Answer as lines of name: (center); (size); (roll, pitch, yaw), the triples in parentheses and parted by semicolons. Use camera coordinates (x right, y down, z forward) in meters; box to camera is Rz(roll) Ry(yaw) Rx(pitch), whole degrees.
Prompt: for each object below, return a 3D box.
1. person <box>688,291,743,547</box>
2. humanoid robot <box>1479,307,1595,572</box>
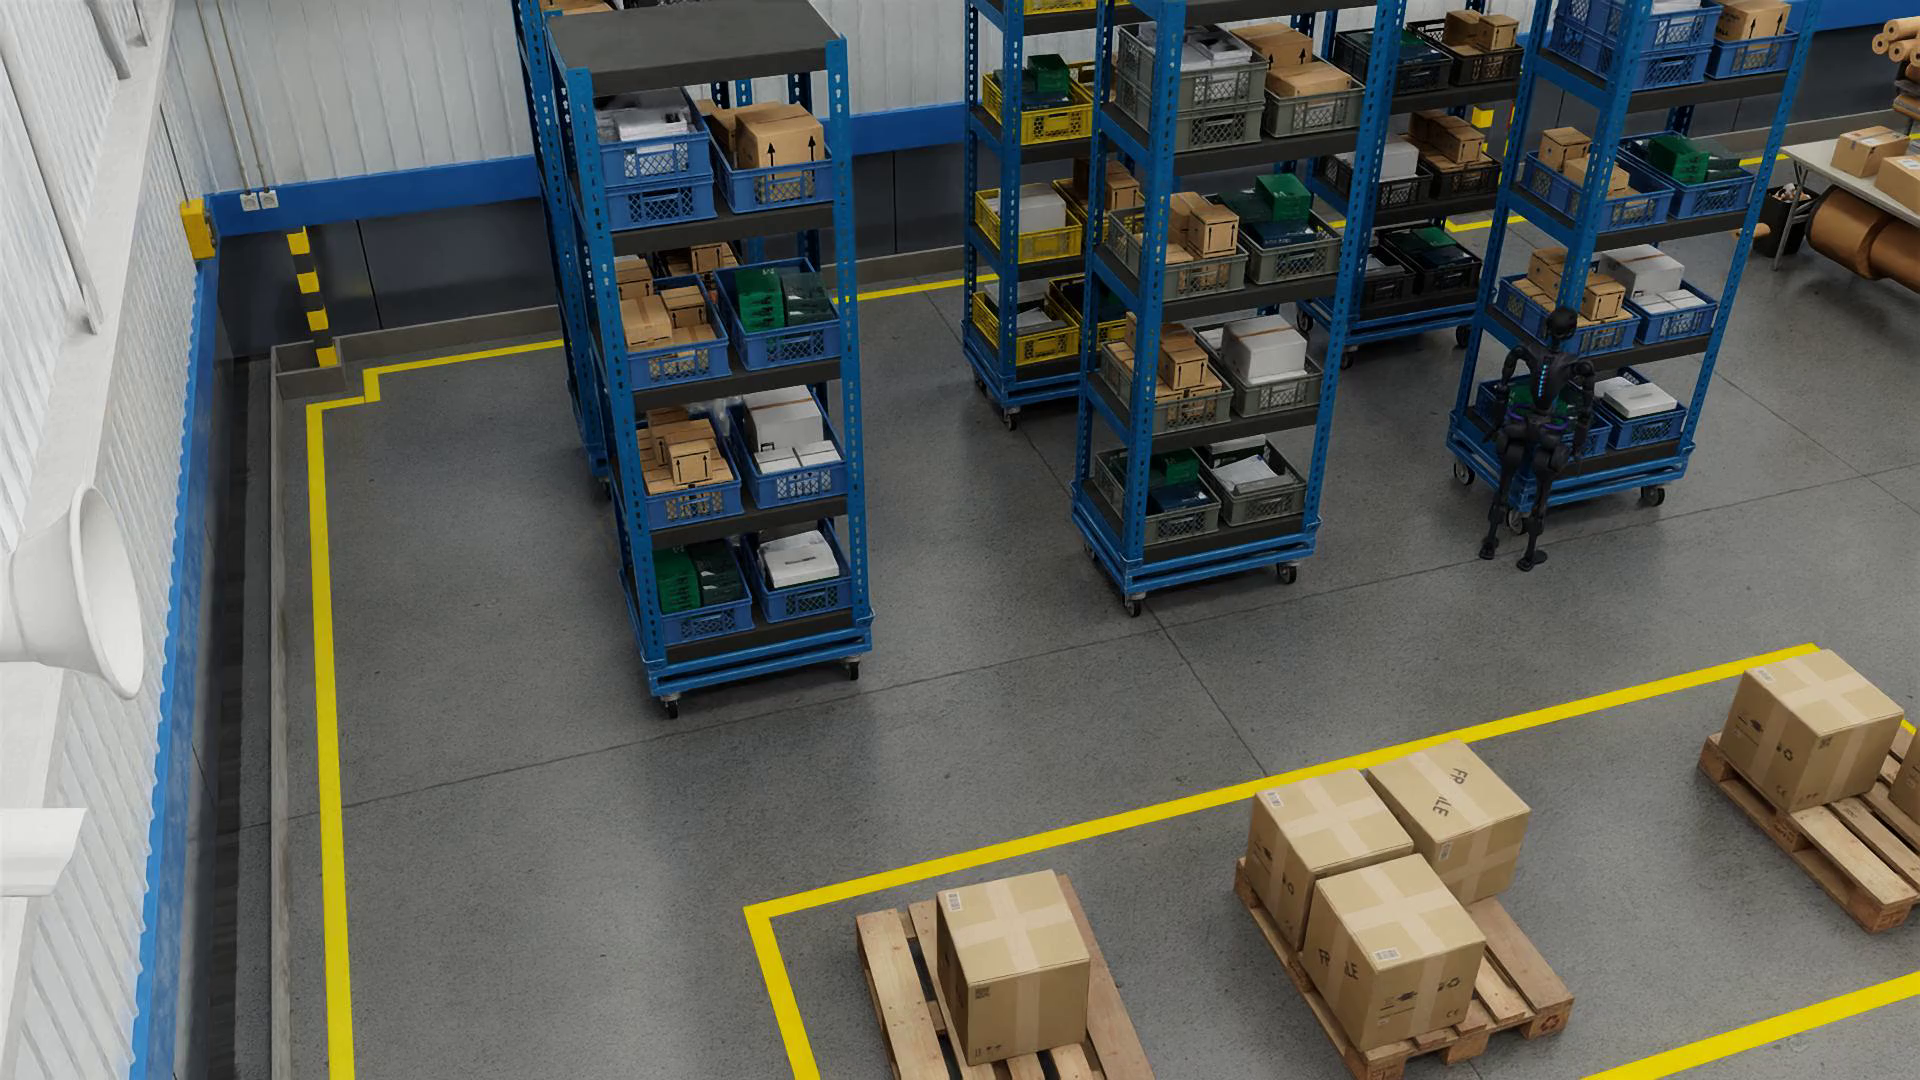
person: (-1.334, -0.609, 9.534); (0.423, 1.860, 0.622); (1, 35, 1)
humanoid robot: (3.345, -0.602, 9.675); (0.593, 1.657, 0.327); (22, 41, 28)
